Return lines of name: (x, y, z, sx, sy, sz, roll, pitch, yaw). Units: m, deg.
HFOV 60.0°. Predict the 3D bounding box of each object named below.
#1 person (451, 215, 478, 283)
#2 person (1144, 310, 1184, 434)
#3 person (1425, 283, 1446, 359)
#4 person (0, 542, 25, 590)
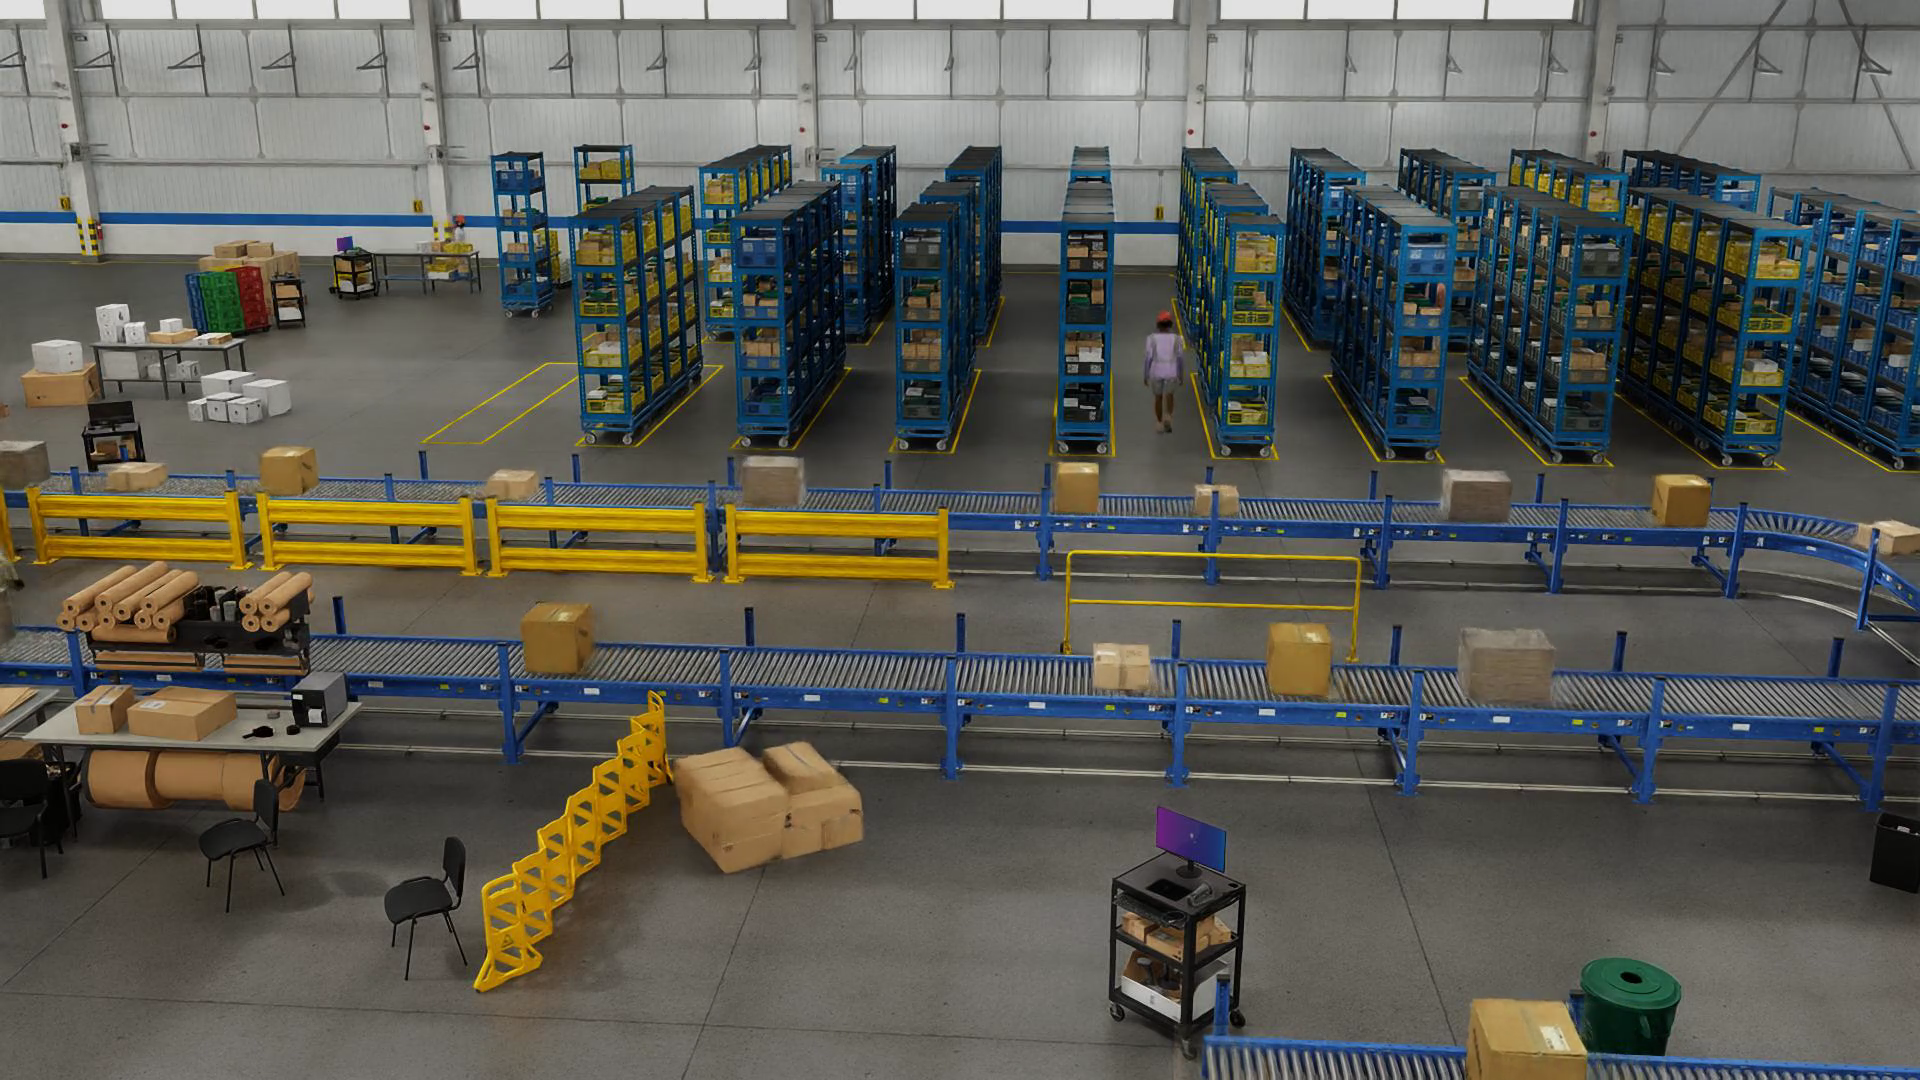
person: (-12.713, -7.381, 42.173, 0.838, 1.719, 0.564, -3, 18, -9)
person: (3.283, -2.691, 26.794, 0.638, 2.022, 0.523, 1, 18, 4)
person: (9.072, -4.305, 31.971, 0.393, 1.985, 0.611, -5, 18, -16)
person: (-10.020, 0.456, 17.199, 0.925, 1.786, 0.601, -1, 18, -3)
